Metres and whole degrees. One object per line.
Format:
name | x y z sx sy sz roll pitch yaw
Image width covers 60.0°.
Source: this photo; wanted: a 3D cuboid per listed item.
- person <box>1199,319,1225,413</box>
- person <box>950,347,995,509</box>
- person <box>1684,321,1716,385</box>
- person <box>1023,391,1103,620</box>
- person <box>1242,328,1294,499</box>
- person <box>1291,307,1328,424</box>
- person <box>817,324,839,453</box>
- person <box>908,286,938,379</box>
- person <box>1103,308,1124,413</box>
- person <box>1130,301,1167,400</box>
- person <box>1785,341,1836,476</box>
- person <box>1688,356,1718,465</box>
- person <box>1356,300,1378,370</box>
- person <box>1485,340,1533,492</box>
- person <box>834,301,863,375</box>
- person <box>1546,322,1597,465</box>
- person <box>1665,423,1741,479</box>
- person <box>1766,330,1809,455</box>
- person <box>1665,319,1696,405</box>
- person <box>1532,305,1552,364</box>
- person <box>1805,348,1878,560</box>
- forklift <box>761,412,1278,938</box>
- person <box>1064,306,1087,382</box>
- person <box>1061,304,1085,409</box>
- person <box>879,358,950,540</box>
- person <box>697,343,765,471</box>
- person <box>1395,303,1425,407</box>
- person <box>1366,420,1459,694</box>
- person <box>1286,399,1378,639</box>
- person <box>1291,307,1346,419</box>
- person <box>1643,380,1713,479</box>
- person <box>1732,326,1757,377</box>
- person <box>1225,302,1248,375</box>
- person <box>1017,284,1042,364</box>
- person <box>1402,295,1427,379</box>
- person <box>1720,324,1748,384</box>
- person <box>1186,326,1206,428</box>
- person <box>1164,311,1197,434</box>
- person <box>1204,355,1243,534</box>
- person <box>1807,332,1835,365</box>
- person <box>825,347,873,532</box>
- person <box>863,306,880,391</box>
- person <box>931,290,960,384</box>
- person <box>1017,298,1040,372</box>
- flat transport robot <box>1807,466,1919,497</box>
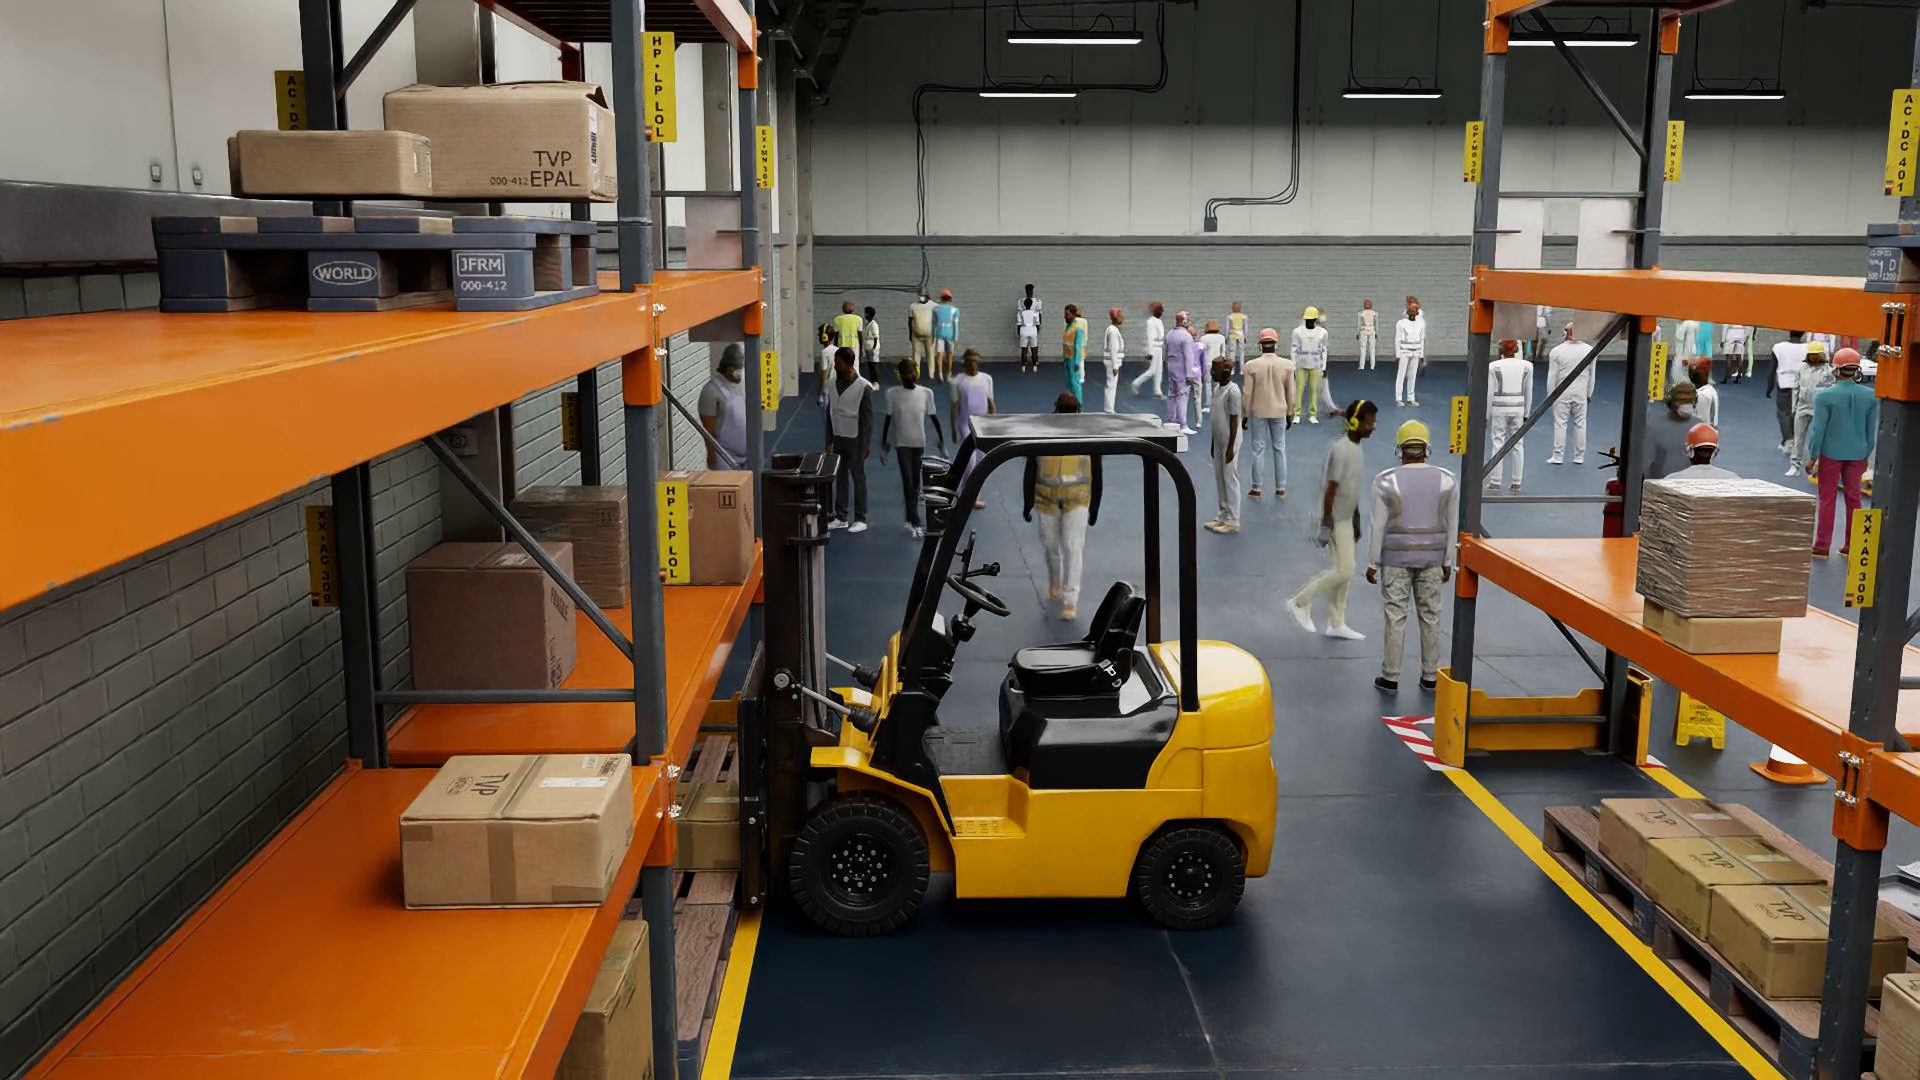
person | 4.414 -3.046 29.165 0.507 1.631 0.268 -4 11 -24
person | 0.125 -1.297 18.927 0.510 1.816 0.923 -4 11 -22
person | 15.604 -4.175 35.012 0.521 1.806 0.953 -2 10 -12
person | 0.841 -0.313 13.442 0.631 1.815 0.793 2 10 12
person | 3.583 -1.464 19.376 0.609 1.984 0.398 0 10 -1
person | 5.744 -2.869 27.375 0.588 1.923 0.383 1 10 6
person | -1.809 -2.024 22.844 0.328 1.863 0.505 4 11 22
person | -0.791 -4.528 36.283 0.684 2.000 0.535 1 10 4
person | 2.566 -2.920 27.770 0.352 1.881 0.576 0 10 2
person | 3.627 -3.596 31.568 0.633 1.869 0.574 5 11 25
person | 10.799 -1.652 21.092 0.488 1.743 0.321 9 14 42
person | 7.222 -0.860 16.289 0.362 1.883 0.575 5 11 27
person | 9.520 -4.792 38.878 0.513 1.639 0.313 0 10 -1
person | 6.539 -1.506 19.883 0.573 1.886 0.356 0 10 -1
person | -2.169 -3.724 32.370 0.563 1.837 0.392 0 10 -1
person | 8.190 -1.962 22.360 0.637 1.911 0.403 0 10 -1
person | 5.071 0.067 11.482 0.561 1.753 0.331 0 10 -1
person | 11.774 -2.155 23.521 0.585 1.884 0.910 2 10 10
person | 13.237 -3.388 30.349 0.488 1.890 0.635 2 10 9
person | 14.217 -5.239 40.715 0.408 1.884 0.658 -6 12 -32
person | 8.286 -0.805 15.666 0.609 1.996 0.383 0 10 -1
forklift | 0.291 0.548 7.580 2.313 2.155 1.214 0 10 -2
person | 2.460 -4.159 35.364 0.498 1.633 0.282 0 10 -1
person | 1.955 -3.114 28.770 0.377 1.913 0.587 -4 11 -20
person | -0.440 -0.918 16.762 0.687 1.820 0.875 -3 11 -15
person | -2.196 -0.925 16.211 0.702 2.000 0.536 -10 14 -43
person | 8.168 -3.356 30.198 0.575 1.883 0.362 -3 11 -15
person | 2.979 0.121 11.001 0.587 1.822 0.404 0 10 -1
person | 2.830 -0.151 12.490 0.540 1.843 0.519 6 12 29
person | 6.042 -2.989 28.135 1.036 1.881 0.651 9 13 40
person | 5.586 -0.280 12.998 0.648 1.909 0.845 0 10 1
person | 17.415 -4.549 36.901 0.518 1.865 0.330 0 10 -1
person | 6.195 -4.504 37.315 0.533 1.628 0.331 -1 10 -7
person | 1.697 -5.281 40.691 0.608 1.963 0.371 -1 10 -5
person | 9.839 -4.403 36.183 0.568 1.829 0.599 -7 12 -32
person | 16.265 -4.240 34.963 0.542 1.939 0.368 0 10 -1
person | 3.685 -2.597 26.647 0.513 1.639 0.313 0 10 -1
person | 3.454 -2.606 25.952 0.400 1.910 0.643 -5 11 -24
person | 2.721 -0.982 17.118 0.344 1.839 0.501 -3 11 -17
person | 16.974 -3.703 32.814 0.310 1.636 0.523 -8 13 -37
person | -1.147 -1.041 17.212 0.587 1.915 0.394 8 13 37
person | -1.790 -3.849 33.459 0.317 1.695 0.540 -4 11 -22
person | -0.326 -4.302 35.219 0.629 1.990 1.084 1 10 8
person | 1.572 -4.715 38.281 0.530 1.697 0.321 0 10 -1
flat transport robot | 10.885 -0.706 19.922 0.652 0.197 1.431 -1 10 -5
